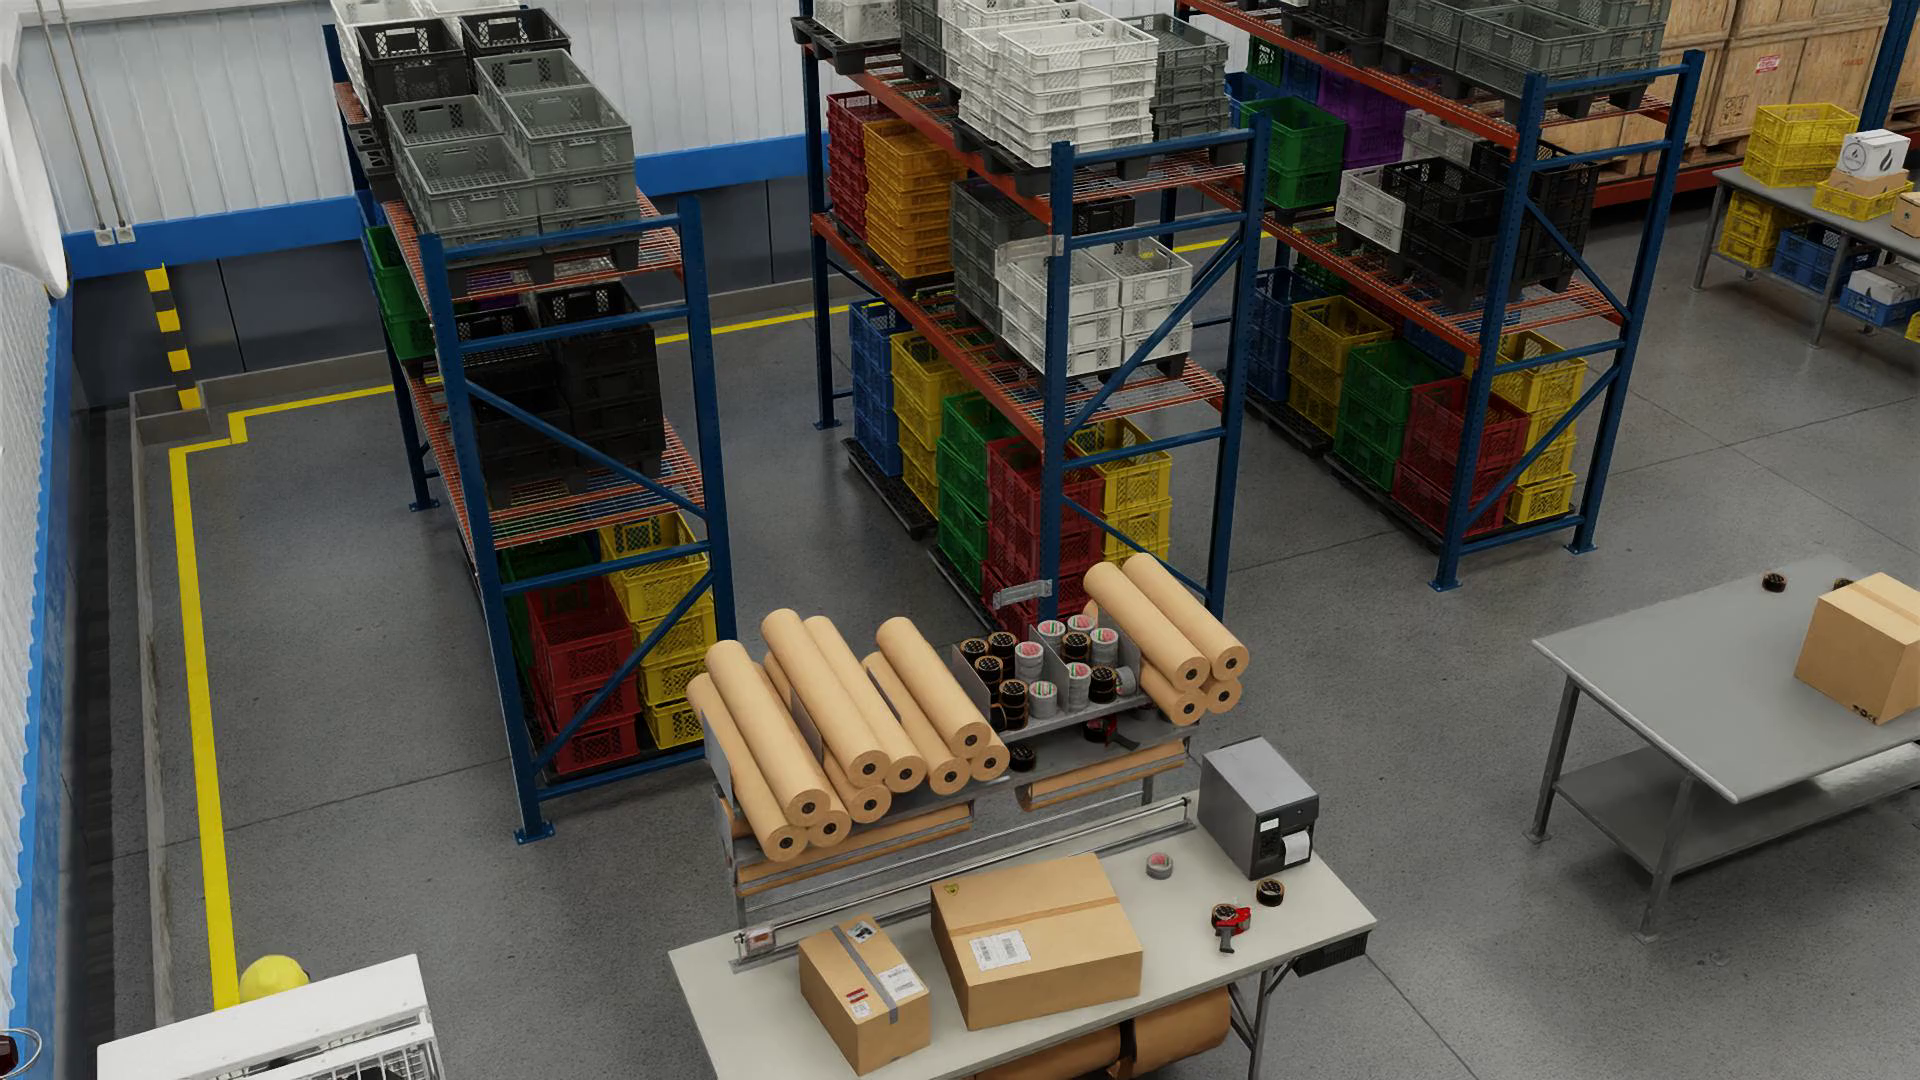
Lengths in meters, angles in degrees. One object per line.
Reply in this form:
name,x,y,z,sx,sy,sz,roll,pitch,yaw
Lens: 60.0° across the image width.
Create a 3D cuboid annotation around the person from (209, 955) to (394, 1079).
person,-2.019,1.987,5.315,0.533,1.767,0.312,-20,37,-29
